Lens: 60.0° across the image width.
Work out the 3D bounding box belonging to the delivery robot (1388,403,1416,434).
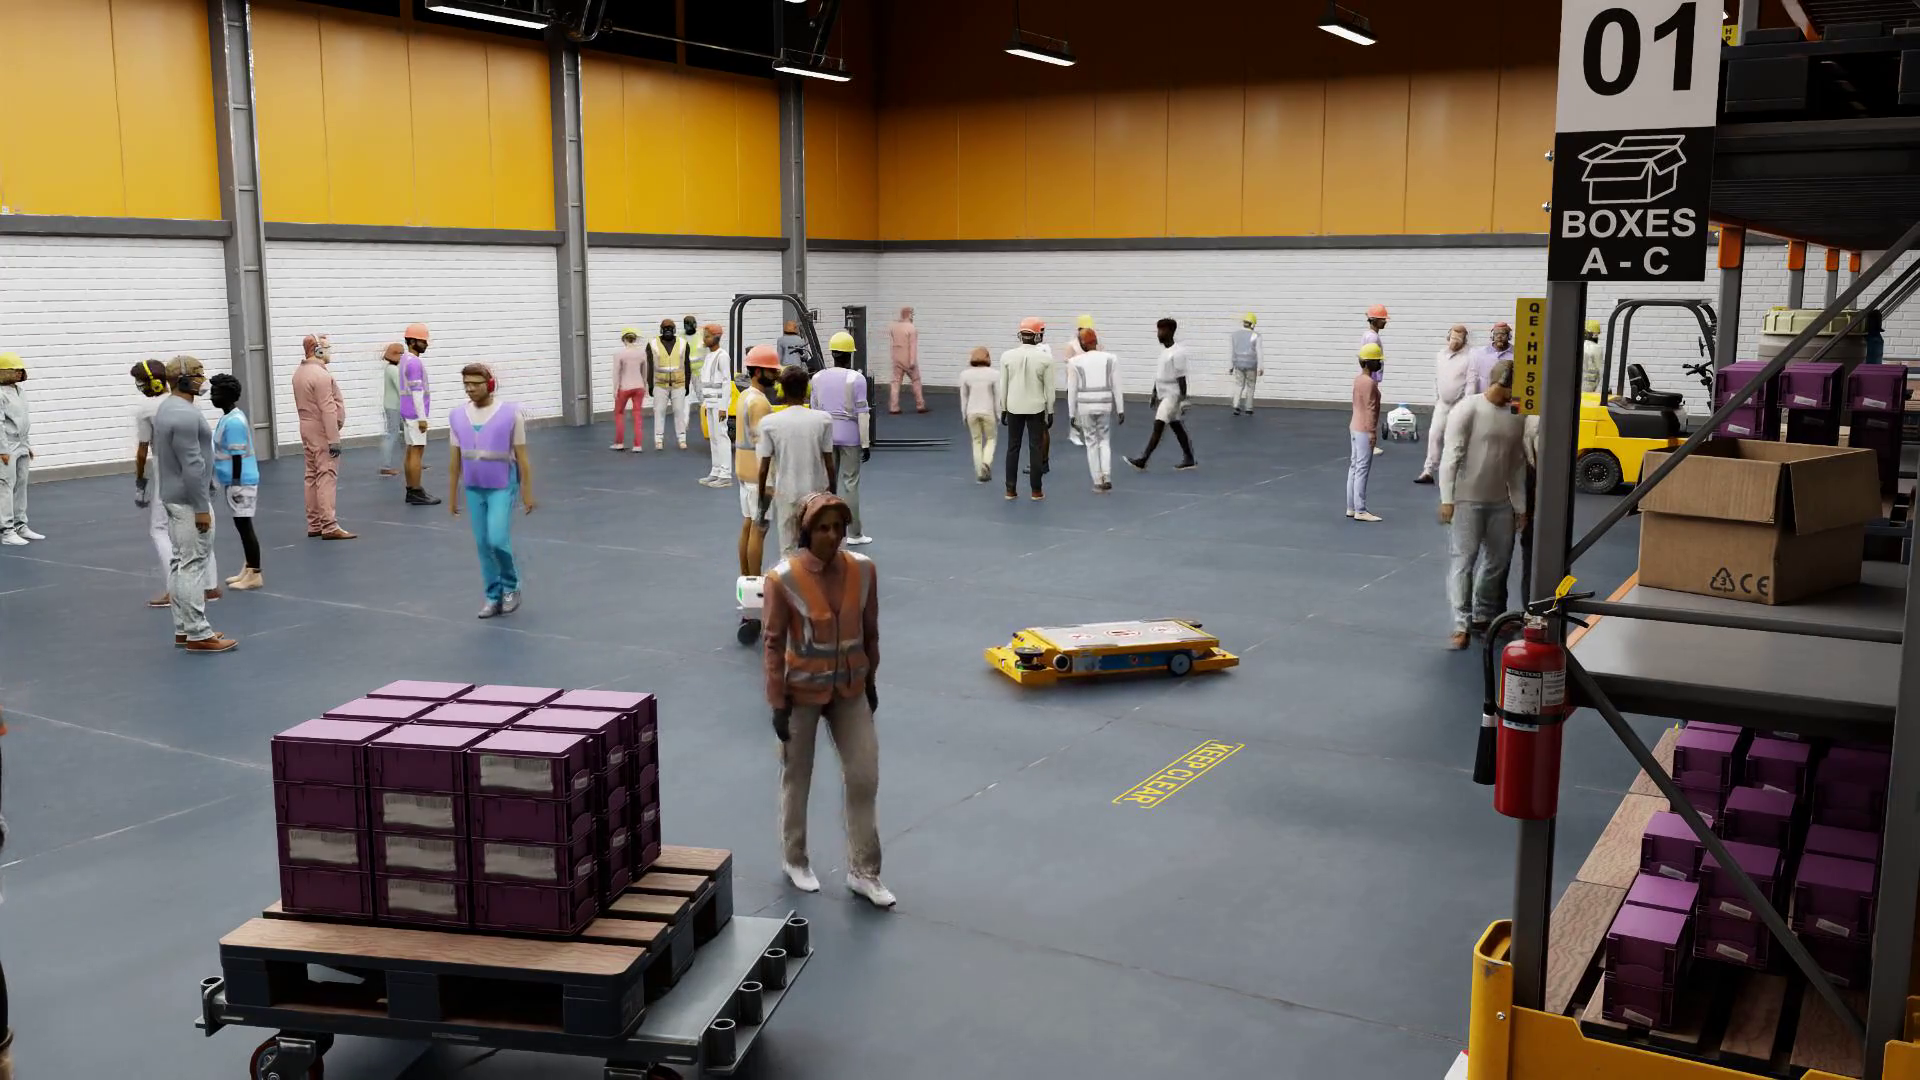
[{"bbox_3d":[6.449,-1.751,24.279,0.477,0.478,0.707,1,9,9],"label":"delivery robot"}]

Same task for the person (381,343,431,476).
[{"bbox_3d":[-6.789,-1.593,20.323,0.738,1.604,0.526,-5,10,-30],"label":"person"}]

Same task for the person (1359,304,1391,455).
[{"bbox_3d":[5.616,-2.173,22.575,0.391,2.040,0.615,1,9,7],"label":"person"}]

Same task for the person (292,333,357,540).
[{"bbox_3d":[-5.890,-0.955,15.390,0.409,1.913,0.642,-8,12,-42],"label":"person"}]

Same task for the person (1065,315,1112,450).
[{"bbox_3d":[1.771,-2.231,23.471,0.607,1.885,0.977,-5,10,-29],"label":"person"}]

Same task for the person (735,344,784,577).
[{"bbox_3d":[-1.480,-0.487,12.391,0.374,1.934,0.549,-3,10,-19],"label":"person"}]

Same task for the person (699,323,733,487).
[{"bbox_3d":[-2.815,-1.548,19.172,0.342,1.882,0.587,-5,10,-27],"label":"person"}]

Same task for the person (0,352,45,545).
[{"bbox_3d":[-8.605,-0.835,15.156,0.305,1.744,0.483,0,9,-1],"label":"person"}]

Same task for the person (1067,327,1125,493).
[{"bbox_3d":[1.513,-1.449,18.632,0.645,1.854,0.414,-1,9,-6],"label":"person"}]

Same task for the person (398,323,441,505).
[{"bbox_3d":[-5.774,-1.338,17.717,0.375,1.931,0.542,-5,10,-28],"label":"person"}]

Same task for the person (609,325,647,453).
[{"bbox_3d":[-4.585,-2.080,22.916,0.550,1.739,0.697,-7,11,-36],"label":"person"}]

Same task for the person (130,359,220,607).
[{"bbox_3d":[-5.797,-0.427,12.346,0.351,1.837,0.597,6,11,35],"label":"person"}]

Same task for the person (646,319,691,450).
[{"bbox_3d":[-4.067,-2.172,23.239,0.620,1.835,0.430,-3,9,-15],"label":"person"}]

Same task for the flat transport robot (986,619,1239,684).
[{"bbox_3d":[0.940,0.676,10.309,1.431,0.197,0.652,-3,9,-17],"label":"flat transport robot"}]

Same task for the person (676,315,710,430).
[{"bbox_3d":[-4.225,-2.665,26.400,0.631,1.806,0.917,2,9,10],"label":"person"}]

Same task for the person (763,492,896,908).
[{"bbox_3d":[-0.497,0.626,6.439,0.539,1.609,0.715,-5,11,-31],"label":"person"}]

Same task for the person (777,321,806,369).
[{"bbox_3d":[-2.949,-3.018,29.121,0.507,1.632,0.274,0,9,-2],"label":"person"}]

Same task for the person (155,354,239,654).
[{"bbox_3d":[-4.988,-0.232,10.789,0.372,1.940,0.627,-7,11,-36],"label":"person"}]

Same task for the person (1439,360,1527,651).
[{"bbox_3d":[3.423,-0.234,10.960,0.714,1.897,0.378,-4,10,-25],"label":"person"}]

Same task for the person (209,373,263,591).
[{"bbox_3d":[-5.632,-0.454,12.953,0.324,1.688,0.535,-5,10,-26],"label":"person"}]

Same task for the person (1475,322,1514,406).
[{"bbox_3d":[6.149,-1.535,19.042,0.639,1.903,0.406,3,10,20],"label":"person"}]

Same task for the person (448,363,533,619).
[{"bbox_3d":[-3.345,-0.346,11.823,0.604,1.827,0.461,2,9,15],"label":"person"}]

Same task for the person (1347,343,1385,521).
[{"bbox_3d":[4.051,-1.074,16.574,0.315,1.770,0.524,0,9,-1],"label":"person"}]

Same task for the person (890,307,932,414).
[{"bbox_3d":[-0.883,-3.146,29.215,0.651,1.867,0.927,8,12,41],"label":"person"}]

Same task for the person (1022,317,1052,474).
[{"bbox_3d":[0.938,-1.772,20.434,0.374,1.928,0.543,2,9,15],"label":"person"}]

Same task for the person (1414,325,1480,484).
[{"bbox_3d":[5.686,-1.551,19.265,0.882,1.860,0.659,-7,12,-38],"label":"person"}]

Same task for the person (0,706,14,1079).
[{"bbox_3d":[-3.044,0.844,4.825,0.317,1.695,0.540,8,12,40],"label":"person"}]

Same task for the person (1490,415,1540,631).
[{"bbox_3d":[3.879,-0.285,11.556,0.534,1.790,0.848,8,12,41],"label":"person"}]

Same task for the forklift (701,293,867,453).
[{"bbox_3d":[-2.458,-2.344,23.176,2.313,2.155,1.214,0,9,-2],"label":"forklift"}]

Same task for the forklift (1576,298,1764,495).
[{"bbox_3d":[7.954,-1.589,18.462,2.313,2.155,1.214,5,11,30],"label":"forklift"}]

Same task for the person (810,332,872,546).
[{"bbox_3d":[-1.069,-0.910,15.051,0.585,1.928,0.368,4,10,25],"label":"person"}]

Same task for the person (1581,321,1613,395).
[{"bbox_3d":[8.842,-2.155,23.231,0.829,1.791,0.584,-2,9,-14],"label":"person"}]

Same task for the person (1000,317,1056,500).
[{"bbox_3d":[0.734,-1.419,18.065,0.619,1.989,0.396,2,9,13],"label":"person"}]

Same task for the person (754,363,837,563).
[{"bbox_3d":[-1.093,-0.245,11.135,0.578,1.857,0.354,-1,9,-9],"label":"person"}]

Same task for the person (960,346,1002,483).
[{"bbox_3d":[0.245,-1.461,19.432,0.514,1.613,0.388,2,9,12],"label":"person"}]

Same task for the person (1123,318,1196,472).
[{"bbox_3d":[2.499,-1.790,20.610,1.030,1.901,0.609,-2,9,-10],"label":"person"}]

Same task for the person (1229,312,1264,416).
[{"bbox_3d":[4.959,-3.017,28.627,0.654,1.790,0.612,6,11,34],"label":"person"}]

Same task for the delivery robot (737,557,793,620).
[{"bbox_3d":[-1.133,0.360,11.103,0.707,0.478,0.477,-1,9,-4],"label":"delivery robot"}]
